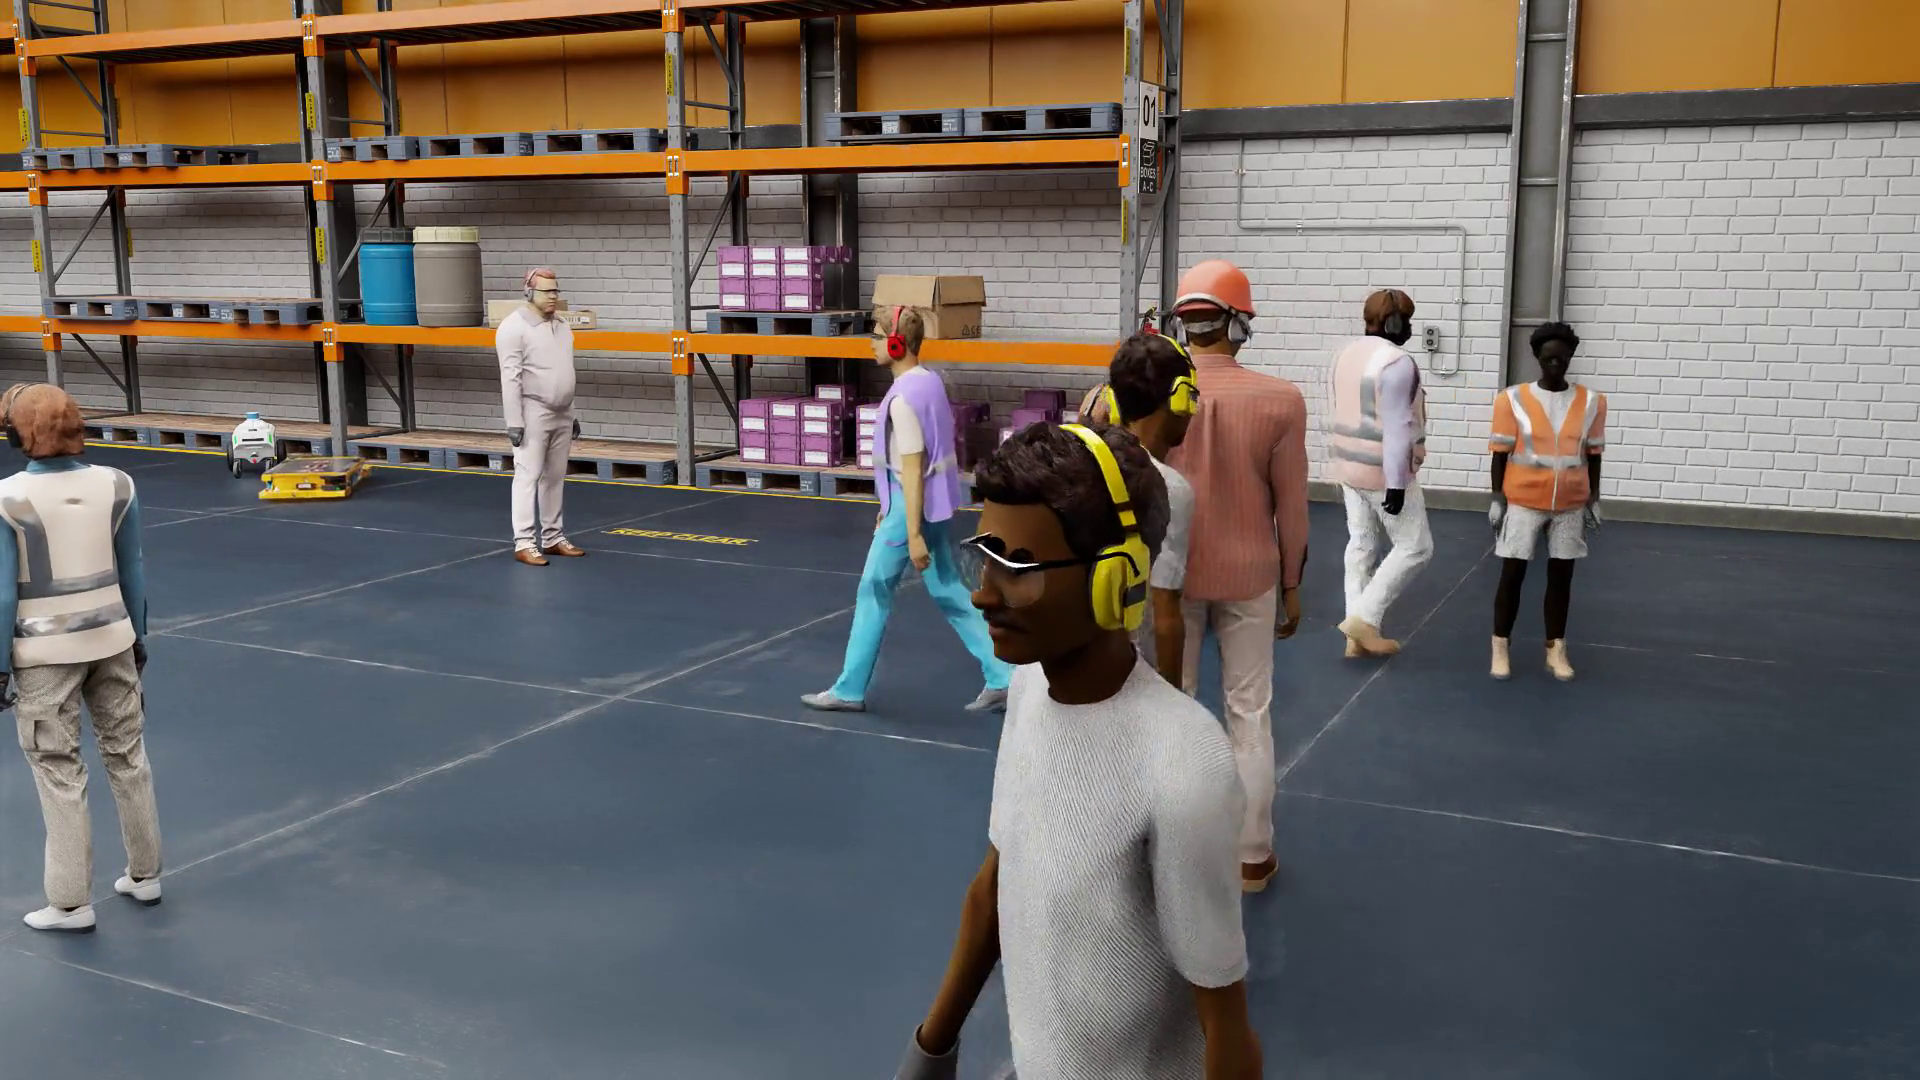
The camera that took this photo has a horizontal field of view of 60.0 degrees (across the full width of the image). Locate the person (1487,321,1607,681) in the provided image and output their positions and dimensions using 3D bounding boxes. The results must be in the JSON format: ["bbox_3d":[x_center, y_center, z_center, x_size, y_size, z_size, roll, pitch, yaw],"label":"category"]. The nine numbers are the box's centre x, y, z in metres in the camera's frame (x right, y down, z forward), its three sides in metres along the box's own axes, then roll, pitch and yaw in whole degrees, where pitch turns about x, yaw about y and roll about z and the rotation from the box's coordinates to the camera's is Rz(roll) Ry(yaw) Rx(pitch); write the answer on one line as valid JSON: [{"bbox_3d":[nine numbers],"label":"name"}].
[{"bbox_3d":[2.742,-0.176,7.803,0.541,1.695,0.317,1,10,3],"label":"person"}]

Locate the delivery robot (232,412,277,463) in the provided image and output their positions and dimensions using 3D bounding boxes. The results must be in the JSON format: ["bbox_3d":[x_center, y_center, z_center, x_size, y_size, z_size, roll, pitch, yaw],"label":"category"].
[{"bbox_3d":[-6.367,-0.911,15.010,0.477,0.478,0.707,-4,11,-20],"label":"delivery robot"}]

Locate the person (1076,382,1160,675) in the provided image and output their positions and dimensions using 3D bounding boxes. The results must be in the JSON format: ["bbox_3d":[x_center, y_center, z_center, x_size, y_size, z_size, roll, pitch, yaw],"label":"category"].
[{"bbox_3d":[0.441,0.339,5.020,0.515,1.640,0.315,-7,12,-34],"label":"person"}]

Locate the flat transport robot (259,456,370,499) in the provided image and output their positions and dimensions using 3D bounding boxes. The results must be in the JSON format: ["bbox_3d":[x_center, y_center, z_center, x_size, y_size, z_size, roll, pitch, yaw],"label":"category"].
[{"bbox_3d":[-5.391,-0.536,13.943,0.652,0.197,1.431,-2,10,-11],"label":"flat transport robot"}]

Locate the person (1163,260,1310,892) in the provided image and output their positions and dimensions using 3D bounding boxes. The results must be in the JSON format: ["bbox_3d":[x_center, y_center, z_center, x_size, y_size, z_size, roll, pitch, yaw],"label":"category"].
[{"bbox_3d":[0.786,0.125,5.245,0.609,1.988,0.392,2,10,9],"label":"person"}]

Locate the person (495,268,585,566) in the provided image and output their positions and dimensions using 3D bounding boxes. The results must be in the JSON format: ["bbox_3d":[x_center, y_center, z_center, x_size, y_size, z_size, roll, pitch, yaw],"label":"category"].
[{"bbox_3d":[-2.683,-0.798,10.773,0.401,1.904,0.650,5,11,25],"label":"person"}]

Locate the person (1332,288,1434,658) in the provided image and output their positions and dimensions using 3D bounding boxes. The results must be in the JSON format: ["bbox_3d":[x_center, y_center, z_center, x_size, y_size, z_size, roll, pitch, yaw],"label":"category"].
[{"bbox_3d":[2.061,-0.308,8.156,0.448,1.831,0.637,-3,10,-14],"label":"person"}]

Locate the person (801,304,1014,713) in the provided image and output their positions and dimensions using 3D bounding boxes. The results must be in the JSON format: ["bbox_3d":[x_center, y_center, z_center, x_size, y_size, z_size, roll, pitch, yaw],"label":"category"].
[{"bbox_3d":[-0.177,-0.112,7.165,0.979,1.803,0.590,2,10,14],"label":"person"}]

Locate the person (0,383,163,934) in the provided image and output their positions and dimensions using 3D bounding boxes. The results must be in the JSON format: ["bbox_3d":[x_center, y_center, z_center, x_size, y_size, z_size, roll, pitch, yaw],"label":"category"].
[{"bbox_3d":[-2.652,0.351,4.957,0.311,1.636,0.523,5,11,27],"label":"person"}]

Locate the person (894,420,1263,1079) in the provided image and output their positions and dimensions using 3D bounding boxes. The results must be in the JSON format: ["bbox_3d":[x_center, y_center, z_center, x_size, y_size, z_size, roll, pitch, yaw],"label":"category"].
[{"bbox_3d":[0.059,0.765,2.047,0.966,1.825,0.525,-2,10,-13],"label":"person"}]

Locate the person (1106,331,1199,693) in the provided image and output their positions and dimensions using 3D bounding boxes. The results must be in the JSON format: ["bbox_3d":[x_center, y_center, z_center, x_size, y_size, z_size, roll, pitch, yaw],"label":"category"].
[{"bbox_3d":[0.421,0.406,4.136,0.685,1.825,0.526,-3,10,-17],"label":"person"}]
